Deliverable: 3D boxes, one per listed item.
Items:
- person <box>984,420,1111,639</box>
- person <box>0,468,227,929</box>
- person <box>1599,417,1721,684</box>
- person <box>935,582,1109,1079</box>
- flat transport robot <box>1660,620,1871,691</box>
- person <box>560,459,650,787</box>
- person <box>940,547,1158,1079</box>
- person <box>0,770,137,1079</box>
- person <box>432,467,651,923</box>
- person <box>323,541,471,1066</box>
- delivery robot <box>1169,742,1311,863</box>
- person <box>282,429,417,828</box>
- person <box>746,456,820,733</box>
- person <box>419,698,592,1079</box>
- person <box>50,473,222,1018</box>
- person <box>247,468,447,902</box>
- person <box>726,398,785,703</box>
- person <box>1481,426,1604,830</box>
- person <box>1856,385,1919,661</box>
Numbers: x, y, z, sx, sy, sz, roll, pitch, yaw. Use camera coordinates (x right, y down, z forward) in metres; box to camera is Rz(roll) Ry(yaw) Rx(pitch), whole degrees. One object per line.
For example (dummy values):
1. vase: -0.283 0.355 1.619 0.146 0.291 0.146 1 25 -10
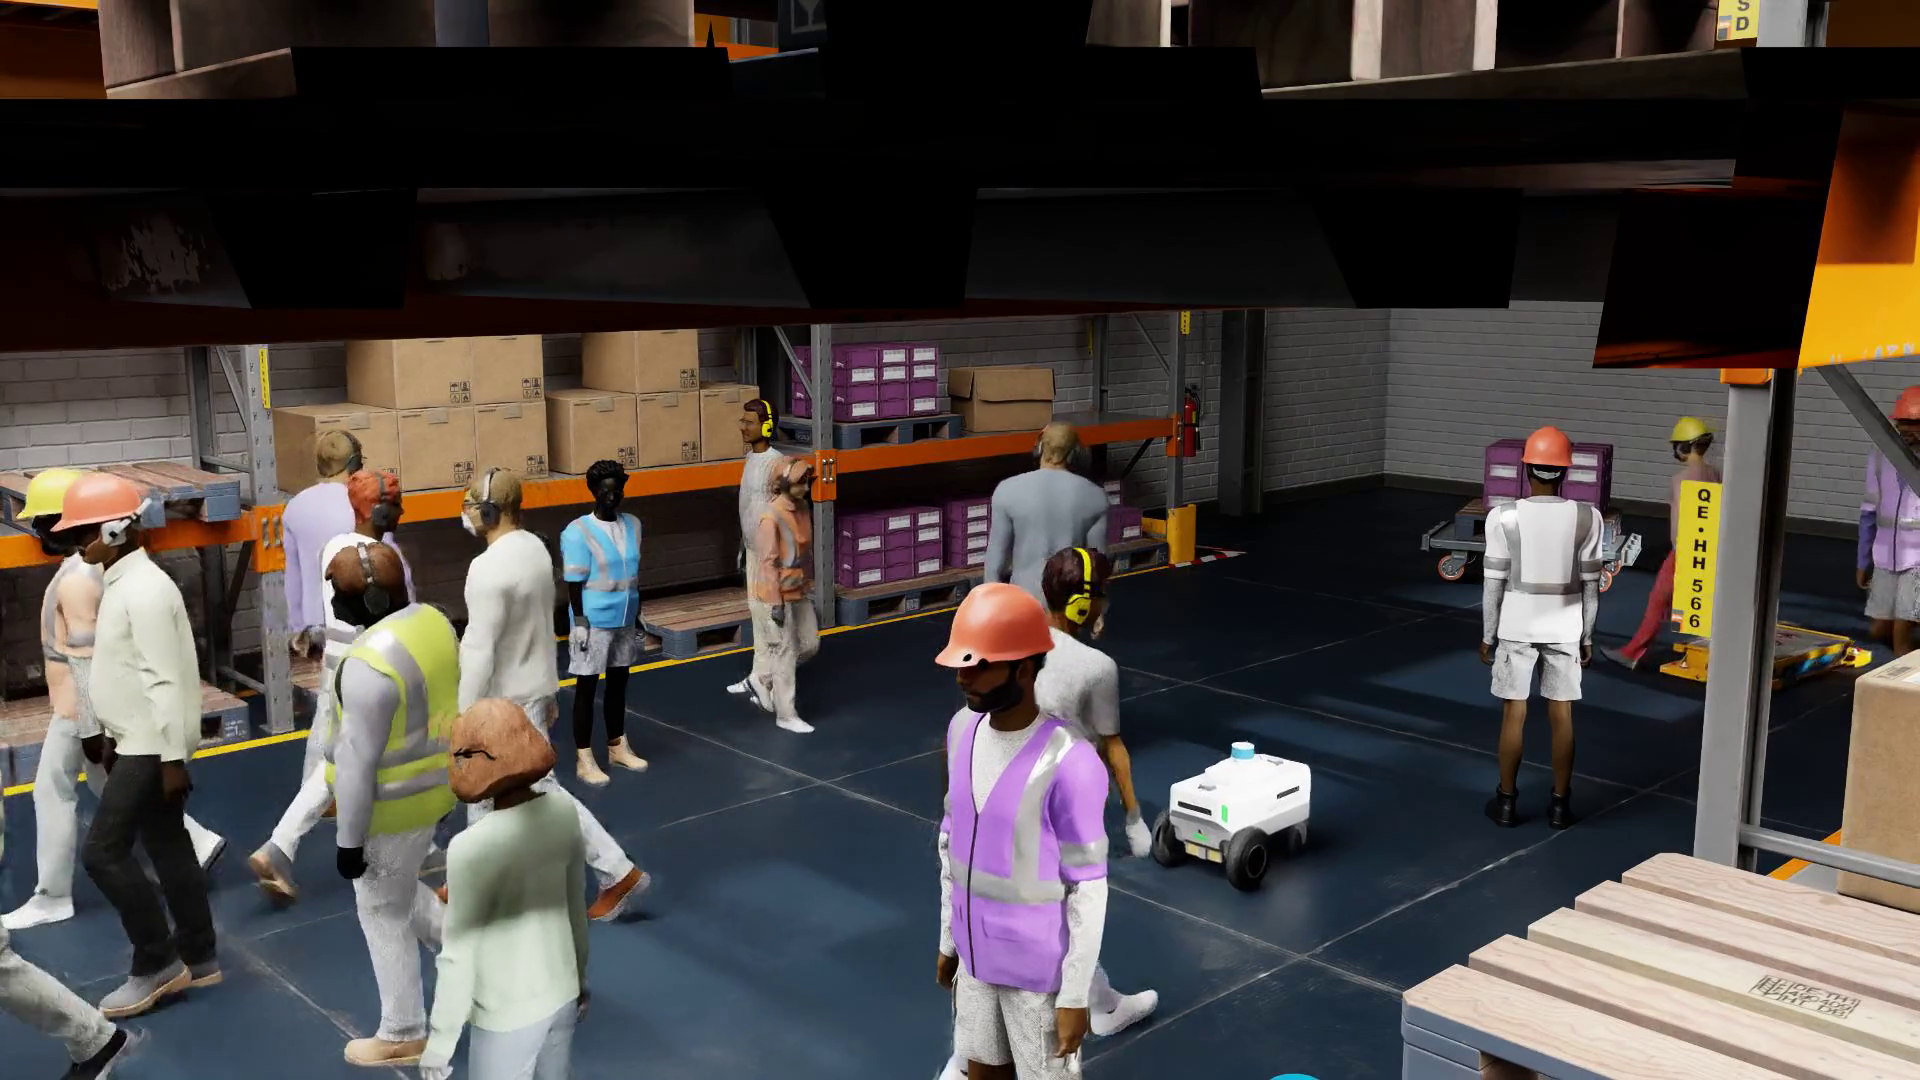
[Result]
1. person: 0.473 0.331 8.657 0.661 1.889 0.907 -2 10 -13
2. person: -3.560 0.634 6.856 0.823 1.894 0.596 -3 10 -16
3. person: 4.661 0.068 10.702 0.536 1.704 0.920 -7 12 -35
4. person: 0.116 1.058 4.246 0.375 1.935 0.550 -8 12 -39
5. flat transport robot: 5.301 0.751 10.915 1.431 0.197 0.652 -7 12 -35
6. person: -1.846 0.418 8.694 0.322 1.698 0.534 6 12 33
7. person: 0.295 0.915 5.514 1.051 1.808 0.491 -8 12 -38
8. person: -3.105 0.971 5.169 0.874 1.803 0.600 -8 13 -40
9. person: -1.768 0.646 6.807 0.976 1.909 0.648 0 10 0
10. person: -1.872 0.890 5.576 0.471 1.819 0.632 1 10 4
11. delivery robot: 1.264 1.152 7.467 0.477 0.478 0.707 9 13 44
12. person: -2.936 0.402 8.218 0.651 1.887 1.002 7 12 34
13. person: -1.025 0.313 9.515 0.472 1.617 0.546 4 10 21
14. person: -1.118 1.208 4.282 0.362 1.621 0.541 4 10 20
15. person: -3.024 0.738 6.023 0.594 1.968 0.637 -6 11 -30
16. person: -2.585 0.619 7.068 0.587 1.855 0.882 7 12 37
17. person: -1.235 0.062 10.263 0.328 1.877 0.512 -6 12 -33
18. person: 2.759 0.426 7.947 0.542 1.938 0.357 2 10 9
19. person: 5.505 0.109 9.584 0.773 2.021 0.609 -5 11 -29
